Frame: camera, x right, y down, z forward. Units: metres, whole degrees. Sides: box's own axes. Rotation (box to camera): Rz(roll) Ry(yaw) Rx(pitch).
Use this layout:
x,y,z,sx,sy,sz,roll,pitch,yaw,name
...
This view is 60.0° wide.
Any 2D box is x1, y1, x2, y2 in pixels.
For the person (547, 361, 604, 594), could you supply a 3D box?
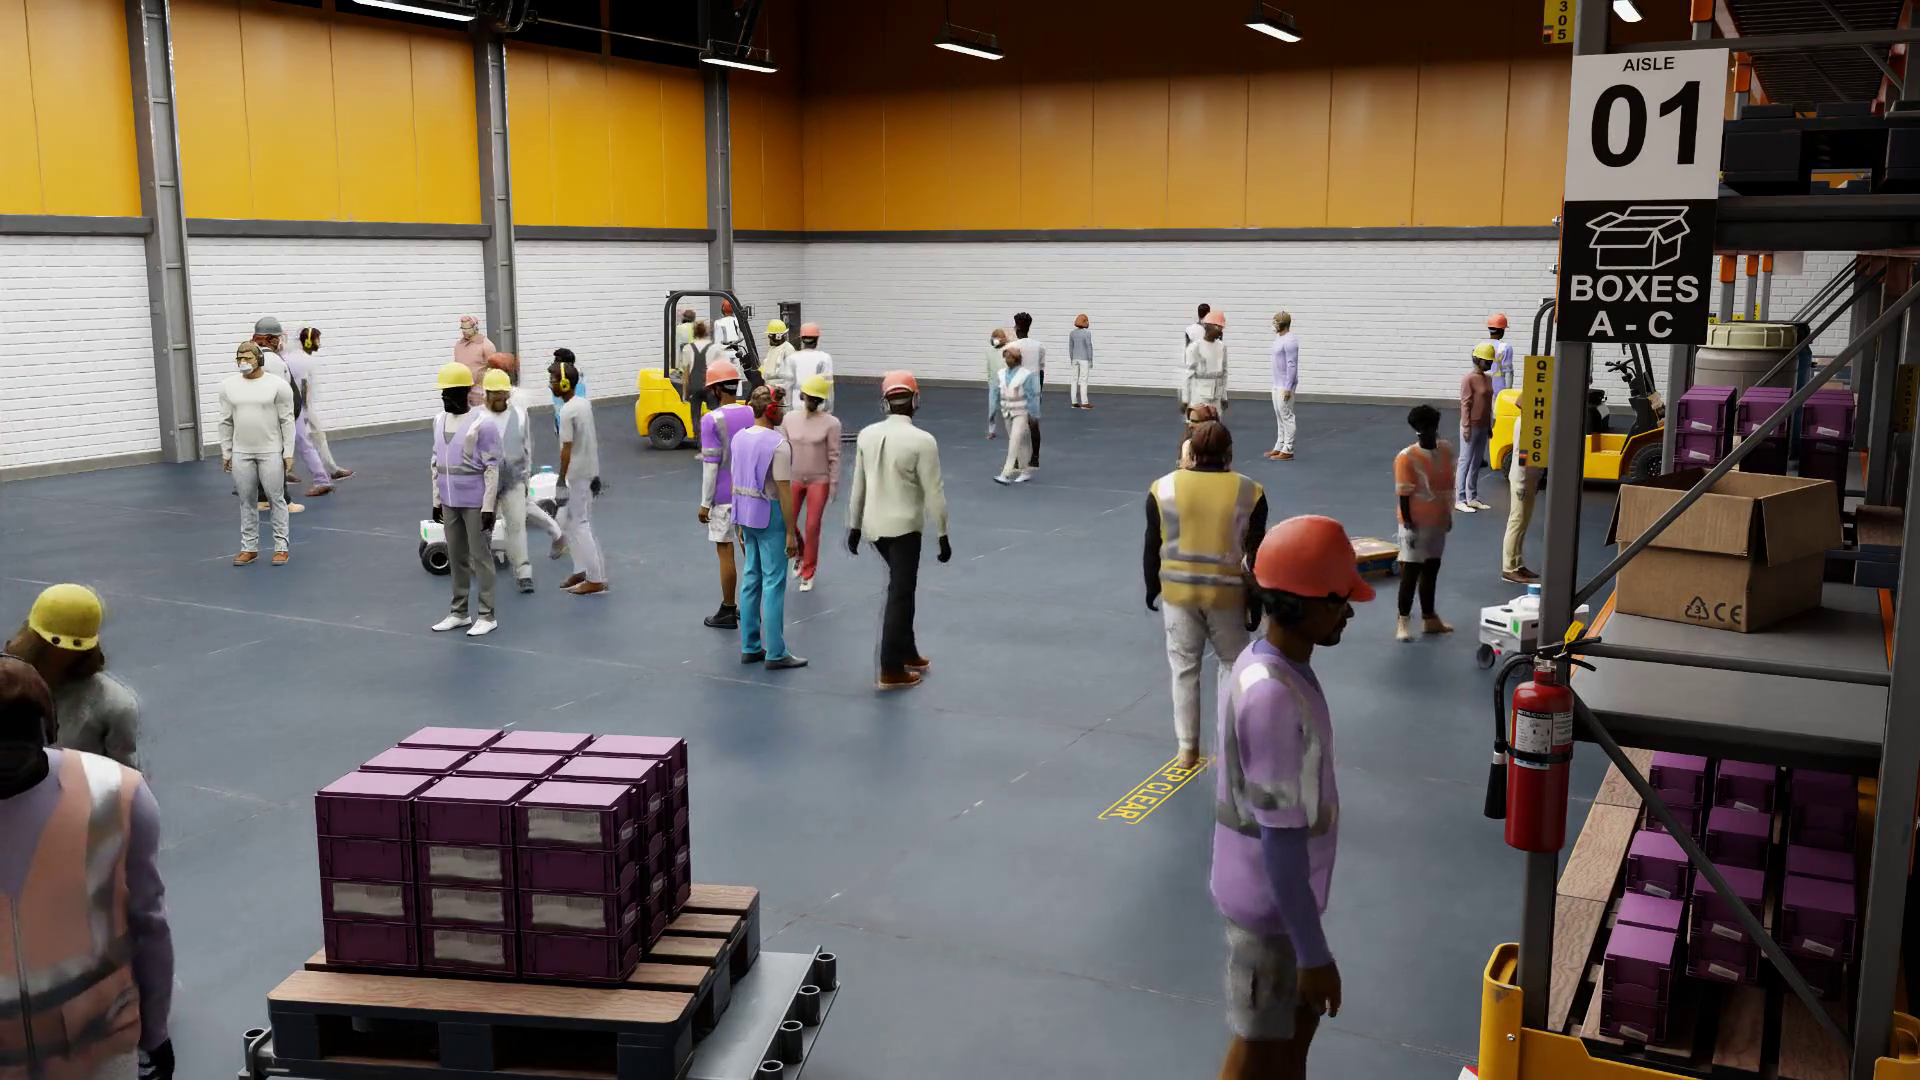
x,y,z,sx,sy,sz,roll,pitch,yaw,name
-3.064,-0.480,13.071,0.535,1.845,0.568,1,10,3,person

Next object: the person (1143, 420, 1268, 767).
x,y,z,sx,sy,sz,roll,pitch,yaw,name
1.266,0.293,8.631,0.650,1.833,0.454,2,10,12,person

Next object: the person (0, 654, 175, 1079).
x,y,z,sx,sy,sz,roll,pitch,yaw,name
-2.136,1.135,3.809,0.628,1.823,0.719,-6,11,-29,person

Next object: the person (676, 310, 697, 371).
x,y,z,sx,sy,sz,roll,pitch,yaw,name
-4.285,-2.676,25.937,0.433,1.807,0.740,6,11,31,person

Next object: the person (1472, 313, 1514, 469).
x,y,z,sx,sy,sz,roll,pitch,yaw,name
6.646,-1.846,20.719,0.361,1.938,0.545,-9,13,-41,person

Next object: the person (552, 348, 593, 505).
x,y,z,sx,sy,sz,roll,pitch,yaw,name
-4.148,-1.204,17.728,0.326,1.685,0.537,-9,13,-42,person

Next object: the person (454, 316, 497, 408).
x,y,z,sx,sy,sz,roll,pitch,yaw,name
-6.160,-1.879,21.019,0.638,1.902,0.407,5,11,25,person

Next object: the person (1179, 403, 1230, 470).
x,y,z,sx,sy,sz,roll,pitch,yaw,name
1.751,-0.168,11.898,0.318,1.630,0.512,-6,11,-31,person

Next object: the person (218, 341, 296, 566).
x,y,z,sx,sy,sz,roll,pitch,yaw,name
-6.043,-0.740,14.309,0.635,1.938,0.359,0,10,-3,person

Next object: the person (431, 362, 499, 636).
x,y,z,sx,sy,sz,roll,pitch,yaw,name
-3.504,-0.288,11.728,0.587,1.927,0.367,5,11,28,person

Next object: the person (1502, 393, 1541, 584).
x,y,z,sx,sy,sz,roll,pitch,yaw,name
4.641,-0.469,13.623,0.267,1.631,0.507,6,11,31,person

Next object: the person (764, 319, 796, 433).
x,y,z,sx,sy,sz,roll,pitch,yaw,name
-2.342,-1.954,21.654,0.404,1.829,0.591,-6,12,-31,person

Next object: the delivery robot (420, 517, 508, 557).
x,y,z,sx,sy,sz,roll,pitch,yaw,name
-4.206,-0.065,14.134,0.707,0.478,0.477,-4,11,-20,delivery robot

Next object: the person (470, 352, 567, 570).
x,y,z,sx,sy,sz,roll,pitch,yaw,name
-3.802,-0.680,14.212,0.845,1.859,0.595,-10,14,-44,person

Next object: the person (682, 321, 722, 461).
x,y,z,sx,sy,sz,roll,pitch,yaw,name
-3.252,-1.917,21.502,0.695,1.811,0.380,0,10,-1,person

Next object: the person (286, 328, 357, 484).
x,y,z,sx,sy,sz,roll,pitch,yaw,name
-7.568,-1.561,19.408,0.938,1.811,0.681,-7,12,-34,person

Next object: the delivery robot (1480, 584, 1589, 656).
x,y,z,sx,sy,sz,roll,pitch,yaw,name
3.695,0.528,10.699,0.707,0.478,0.477,-5,11,-28,delivery robot

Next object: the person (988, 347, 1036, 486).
x,y,z,sx,sy,sz,roll,pitch,yaw,name
0.585,-1.427,19.267,0.524,1.596,0.837,9,14,43,person

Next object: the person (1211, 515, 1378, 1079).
x,y,z,sx,sy,sz,roll,pitch,yaw,name
0.878,0.947,4.409,0.623,2.034,0.633,2,10,13,person

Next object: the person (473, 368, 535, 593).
x,y,z,sx,sy,sz,roll,pitch,yaw,name
-3.710,-0.484,13.316,0.595,1.781,0.960,-6,11,-29,person

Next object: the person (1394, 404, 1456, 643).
x,y,z,sx,sy,sz,roll,pitch,yaw,name
3.264,-0.121,11.539,0.670,1.665,0.320,-6,12,-32,person

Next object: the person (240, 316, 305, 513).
x,y,z,sx,sy,sz,roll,pitch,yaw,name
-7.111,-1.302,17.267,0.684,2.000,0.535,9,13,41,person

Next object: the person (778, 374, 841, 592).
x,y,z,sx,sy,sz,roll,pitch,yaw,name
-1.206,-0.462,13.242,0.540,1.741,0.411,2,10,9,person

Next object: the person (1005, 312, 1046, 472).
x,y,z,sx,sy,sz,roll,pitch,yaw,name
0.778,-1.820,20.478,0.604,1.966,0.367,-7,12,-35,person

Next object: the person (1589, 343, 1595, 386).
x,y,z,sx,sy,sz,roll,pitch,yaw,name
9.457,-2.498,25.351,0.309,1.641,0.514,-3,10,-17,person

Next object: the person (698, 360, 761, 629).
x,y,z,sx,sy,sz,roll,pitch,yaw,name
-1.658,-0.326,11.941,0.372,1.930,0.543,9,13,41,person

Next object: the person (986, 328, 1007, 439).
x,y,z,sx,sy,sz,roll,pitch,yaw,name
0.623,-2.290,24.257,0.511,1.604,0.781,5,11,28,person

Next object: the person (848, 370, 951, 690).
x,y,z,sx,sy,sz,roll,pitch,yaw,name
-0.334,-0.072,10.390,0.700,1.951,0.710,9,13,42,person

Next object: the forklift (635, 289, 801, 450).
x,y,z,sx,sy,sz,roll,pitch,yaw,name
-3.358,-2.392,23.136,2.313,2.155,1.214,-1,10,-5,forklift

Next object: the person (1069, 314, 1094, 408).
x,y,z,sx,sy,sz,roll,pitch,yaw,name
2.106,-3.096,28.828,0.279,1.634,0.498,-9,13,-43,person

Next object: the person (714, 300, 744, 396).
x,y,z,sx,sy,sz,roll,pitch,yaw,name
-3.927,-3.125,28.279,0.574,1.883,0.355,-8,13,-38,person

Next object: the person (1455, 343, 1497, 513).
x,y,z,sx,sy,sz,roll,pitch,yaw,name
5.392,-1.170,17.318,0.523,1.761,0.326,-9,14,-43,person

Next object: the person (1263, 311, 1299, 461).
x,y,z,sx,sy,sz,roll,pitch,yaw,name
4.191,-1.991,21.567,0.377,1.936,0.628,0,10,-3,person

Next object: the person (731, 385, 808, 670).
x,y,z,sx,sy,sz,roll,pitch,yaw,name
-1.269,-0.080,10.765,0.375,1.841,0.575,-9,13,-42,person

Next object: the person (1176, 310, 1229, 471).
x,y,z,sx,sy,sz,roll,pitch,yaw,name
2.877,-1.715,19.797,0.785,2.013,0.474,-7,12,-34,person

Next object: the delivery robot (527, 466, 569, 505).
x,y,z,sx,sy,sz,roll,pitch,yaw,name
-4.129,-0.494,16.616,0.477,0.478,0.707,6,12,31,delivery robot

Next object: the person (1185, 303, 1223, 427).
x,y,z,sx,sy,sz,roll,pitch,yaw,name
3.719,-2.650,25.423,0.587,1.920,0.397,-1,10,-5,person

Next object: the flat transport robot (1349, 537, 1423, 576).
x,y,z,sx,sy,sz,roll,pitch,yaw,name
3.181,0.168,13.878,1.431,0.197,0.652,-7,12,-35,flat transport robot

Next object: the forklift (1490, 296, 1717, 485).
x,y,z,sx,sy,sz,roll,pitch,yaw,name
7.296,-1.677,18.993,2.313,2.155,1.214,5,11,27,forklift

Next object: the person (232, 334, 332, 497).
x,y,z,sx,sy,sz,roll,pitch,yaw,name
-7.429,-1.367,18.211,1.020,1.852,0.641,-9,13,-41,person

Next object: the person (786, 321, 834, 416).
x,y,z,sx,sy,sz,roll,pitch,yaw,name
-1.726,-1.525,18.940,0.553,1.916,0.676,2,10,11,person

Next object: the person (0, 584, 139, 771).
x,y,z,sx,sy,sz,roll,pitch,yaw,name
-2.816,0.943,5.303,0.517,1.692,0.808,1,10,5,person
